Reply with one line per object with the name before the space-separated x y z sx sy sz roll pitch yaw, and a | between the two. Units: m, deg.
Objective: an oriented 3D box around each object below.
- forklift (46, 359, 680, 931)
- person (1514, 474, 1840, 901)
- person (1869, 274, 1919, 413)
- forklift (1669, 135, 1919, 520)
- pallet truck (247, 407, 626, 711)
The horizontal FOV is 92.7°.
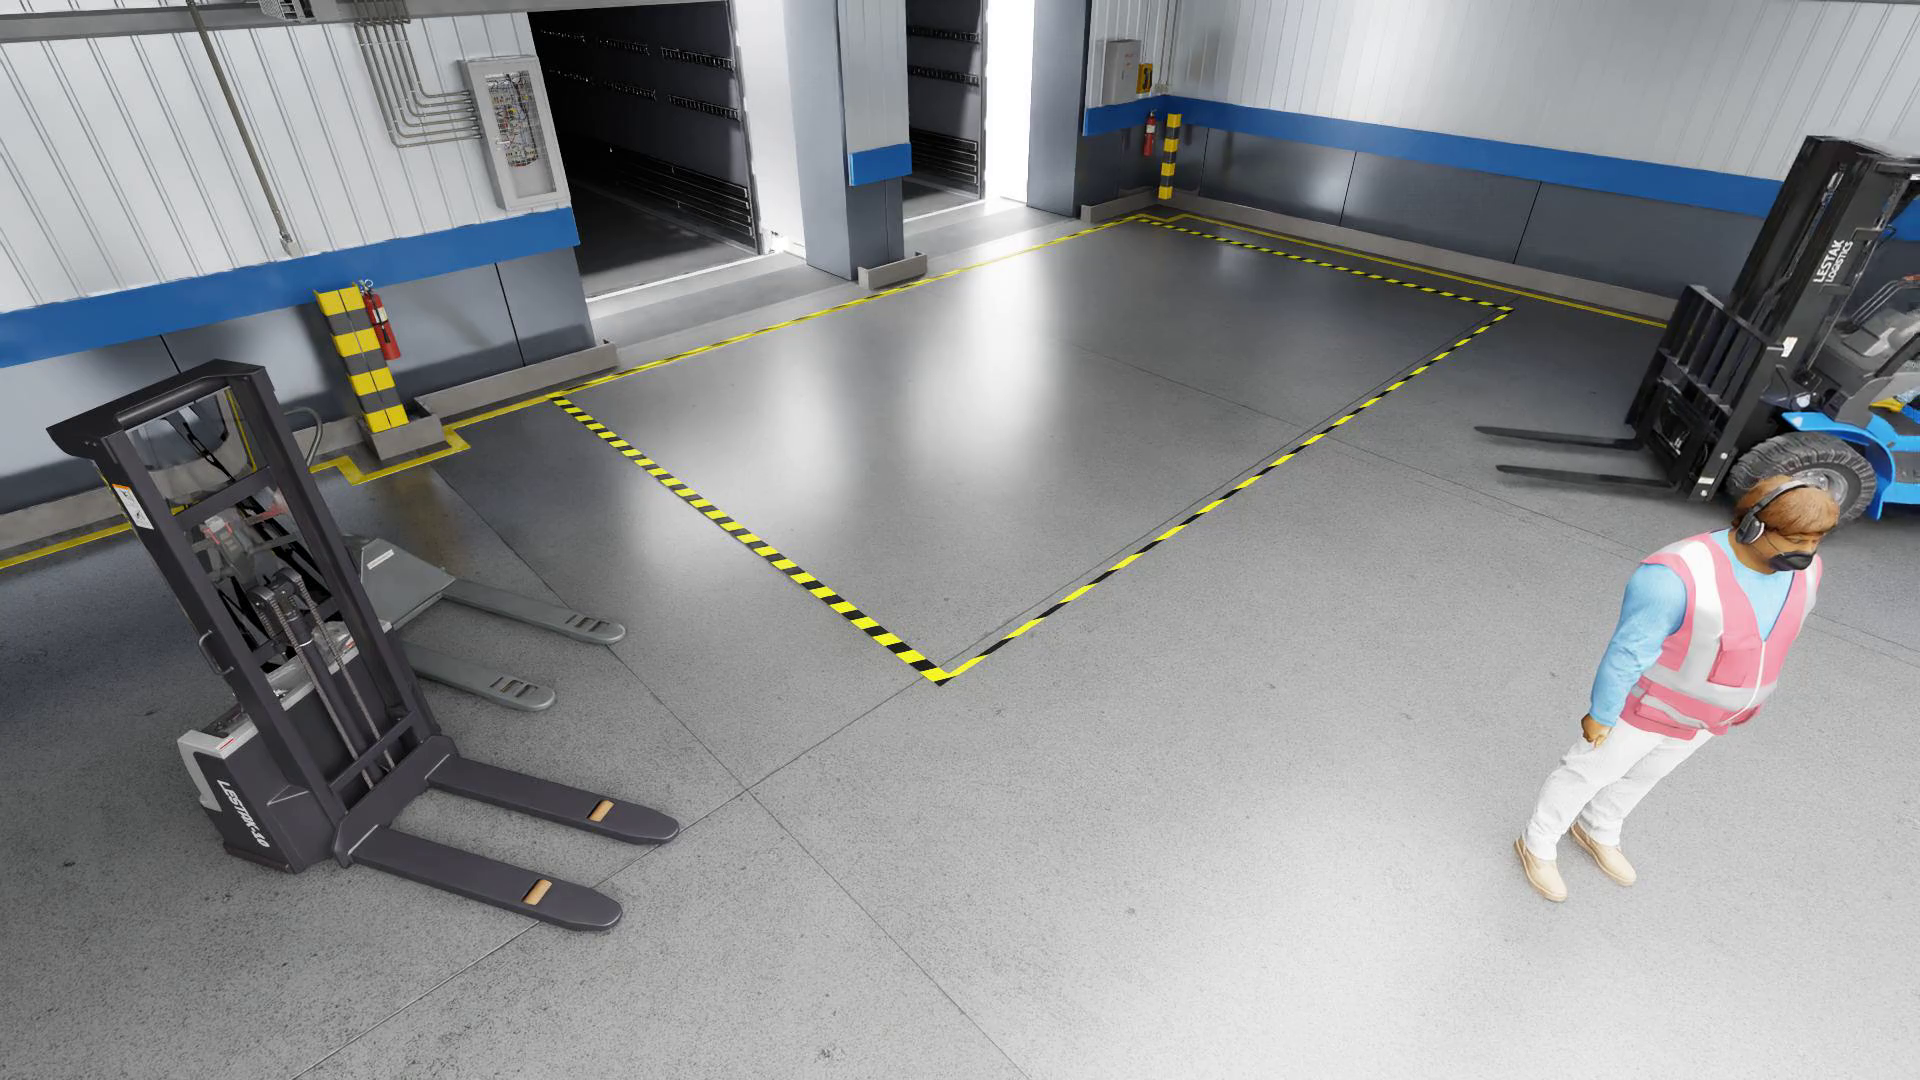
forklift | -2.135 0.422 3.354 1.885 1.965 0.823 10 35 14
person | 2.521 0.580 3.258 0.632 1.841 0.429 -6 35 -9
person | 5.962 -1.372 5.342 1.002 1.294 0.635 7 35 10
forklift | 6.020 -1.206 5.431 2.680 2.036 1.157 7 35 10
pallet truck | -2.628 0.038 4.590 1.601 1.201 0.680 12 36 18
